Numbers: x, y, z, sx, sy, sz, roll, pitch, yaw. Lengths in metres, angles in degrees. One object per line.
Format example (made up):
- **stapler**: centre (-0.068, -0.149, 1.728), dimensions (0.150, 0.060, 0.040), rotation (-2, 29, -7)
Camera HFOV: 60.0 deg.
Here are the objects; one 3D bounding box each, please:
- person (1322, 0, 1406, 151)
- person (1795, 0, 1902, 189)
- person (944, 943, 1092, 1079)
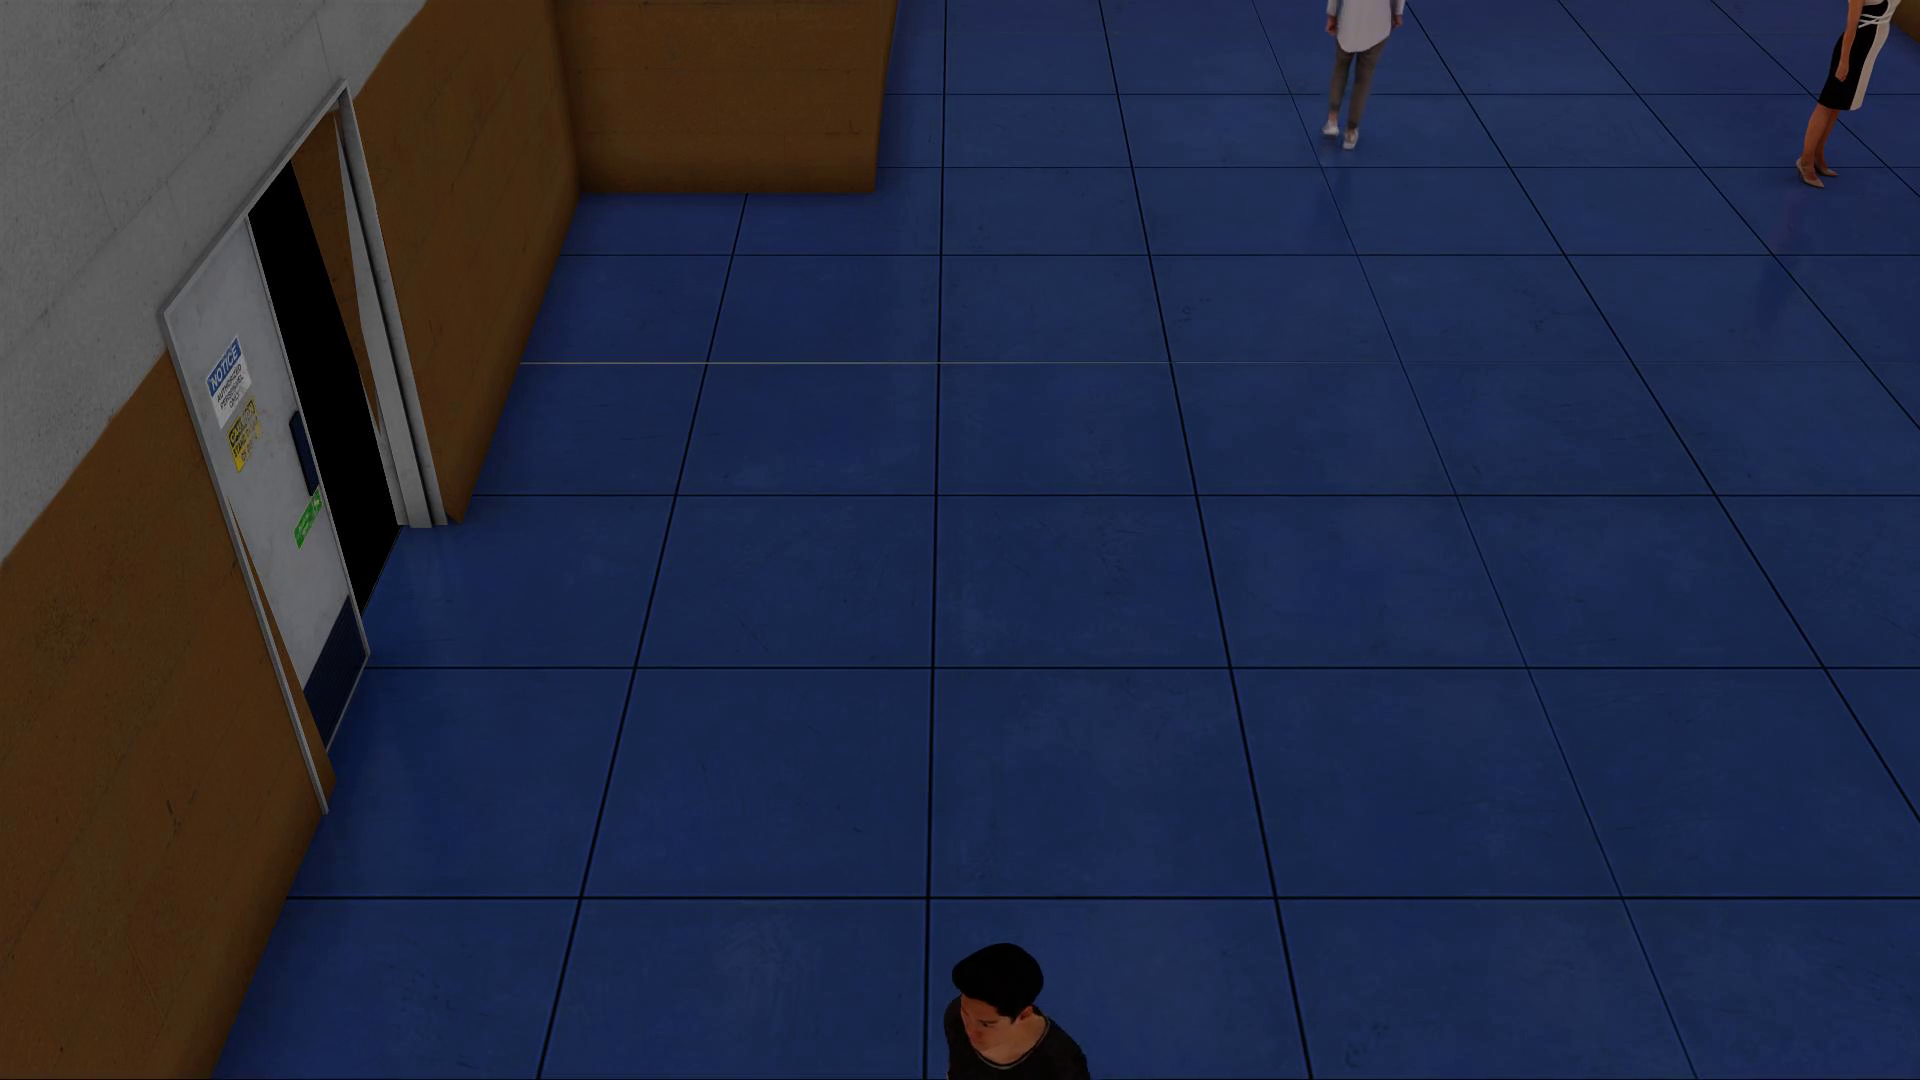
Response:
- **person**: centre (2.772, -3.559, 11.430), dimensions (0.671, 1.828, 0.813), rotation (11, 38, 14)
- **person**: centre (5.928, -3.236, 11.060), dimensions (0.748, 1.756, 0.689), rotation (31, 47, 34)
- **person**: centre (0.201, 1.667, 4.592), dimensions (1.089, 1.677, 1.058), rotation (23, 42, 27)
